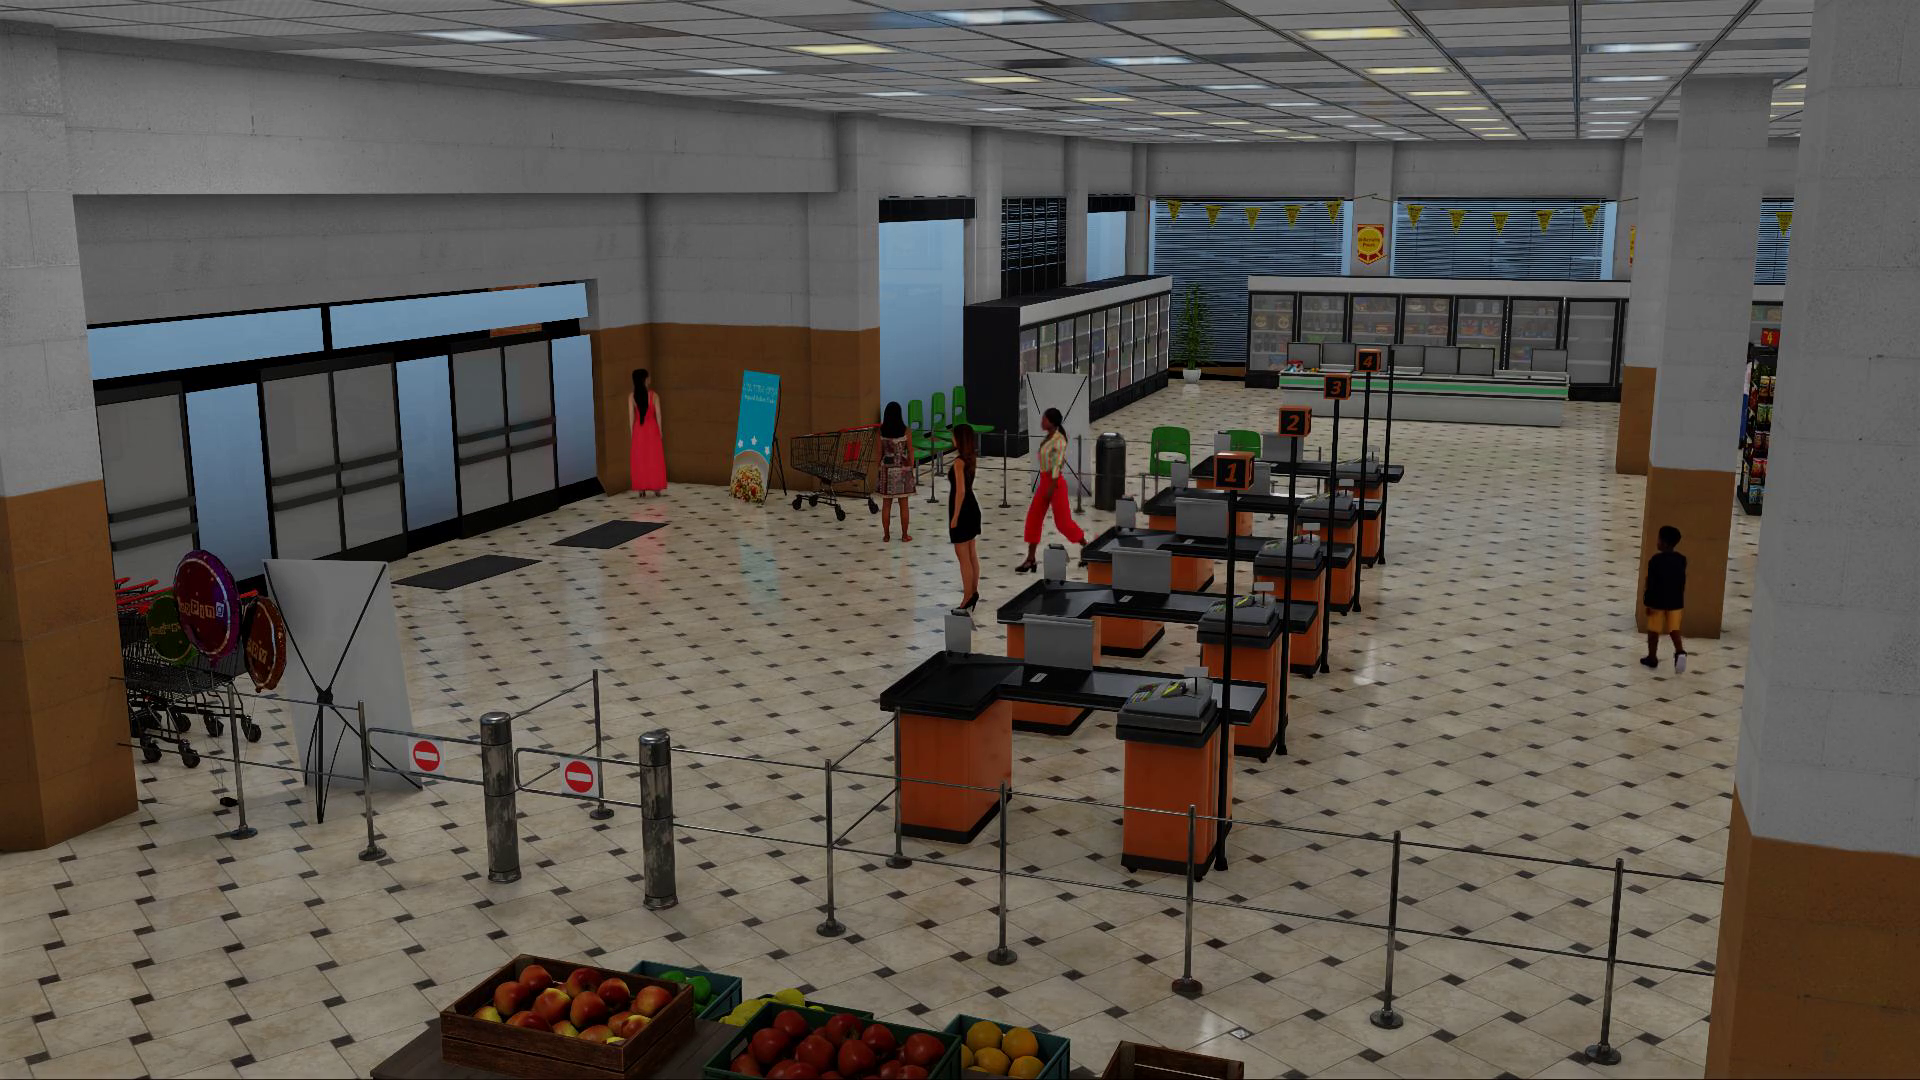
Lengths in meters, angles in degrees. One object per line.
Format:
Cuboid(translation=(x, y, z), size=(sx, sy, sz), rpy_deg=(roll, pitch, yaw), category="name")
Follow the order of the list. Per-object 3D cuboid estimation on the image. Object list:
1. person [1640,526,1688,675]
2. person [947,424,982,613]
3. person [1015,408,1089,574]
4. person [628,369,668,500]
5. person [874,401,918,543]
Cuboid(translation=(5.993, 0.513, 14.048), size=(0.784, 1.261, 0.769), rpy_deg=(-2, 12, -8), category="person")
Cuboid(translation=(0.037, -0.210, 16.094), size=(0.509, 1.834, 0.570), rpy_deg=(4, 13, 19), category="person")
Cuboid(translation=(1.078, -0.493, 17.631), size=(1.153, 1.753, 1.092), rpy_deg=(-6, 13, -25), category="person")
Cuboid(translation=(-4.166, -1.411, 22.057), size=(0.627, 1.726, 0.752), rpy_deg=(0, 12, 0), category="person")
Cuboid(translation=(-0.758, -0.795, 19.328), size=(0.569, 1.645, 0.764), rpy_deg=(1, 12, 4), category="person")
